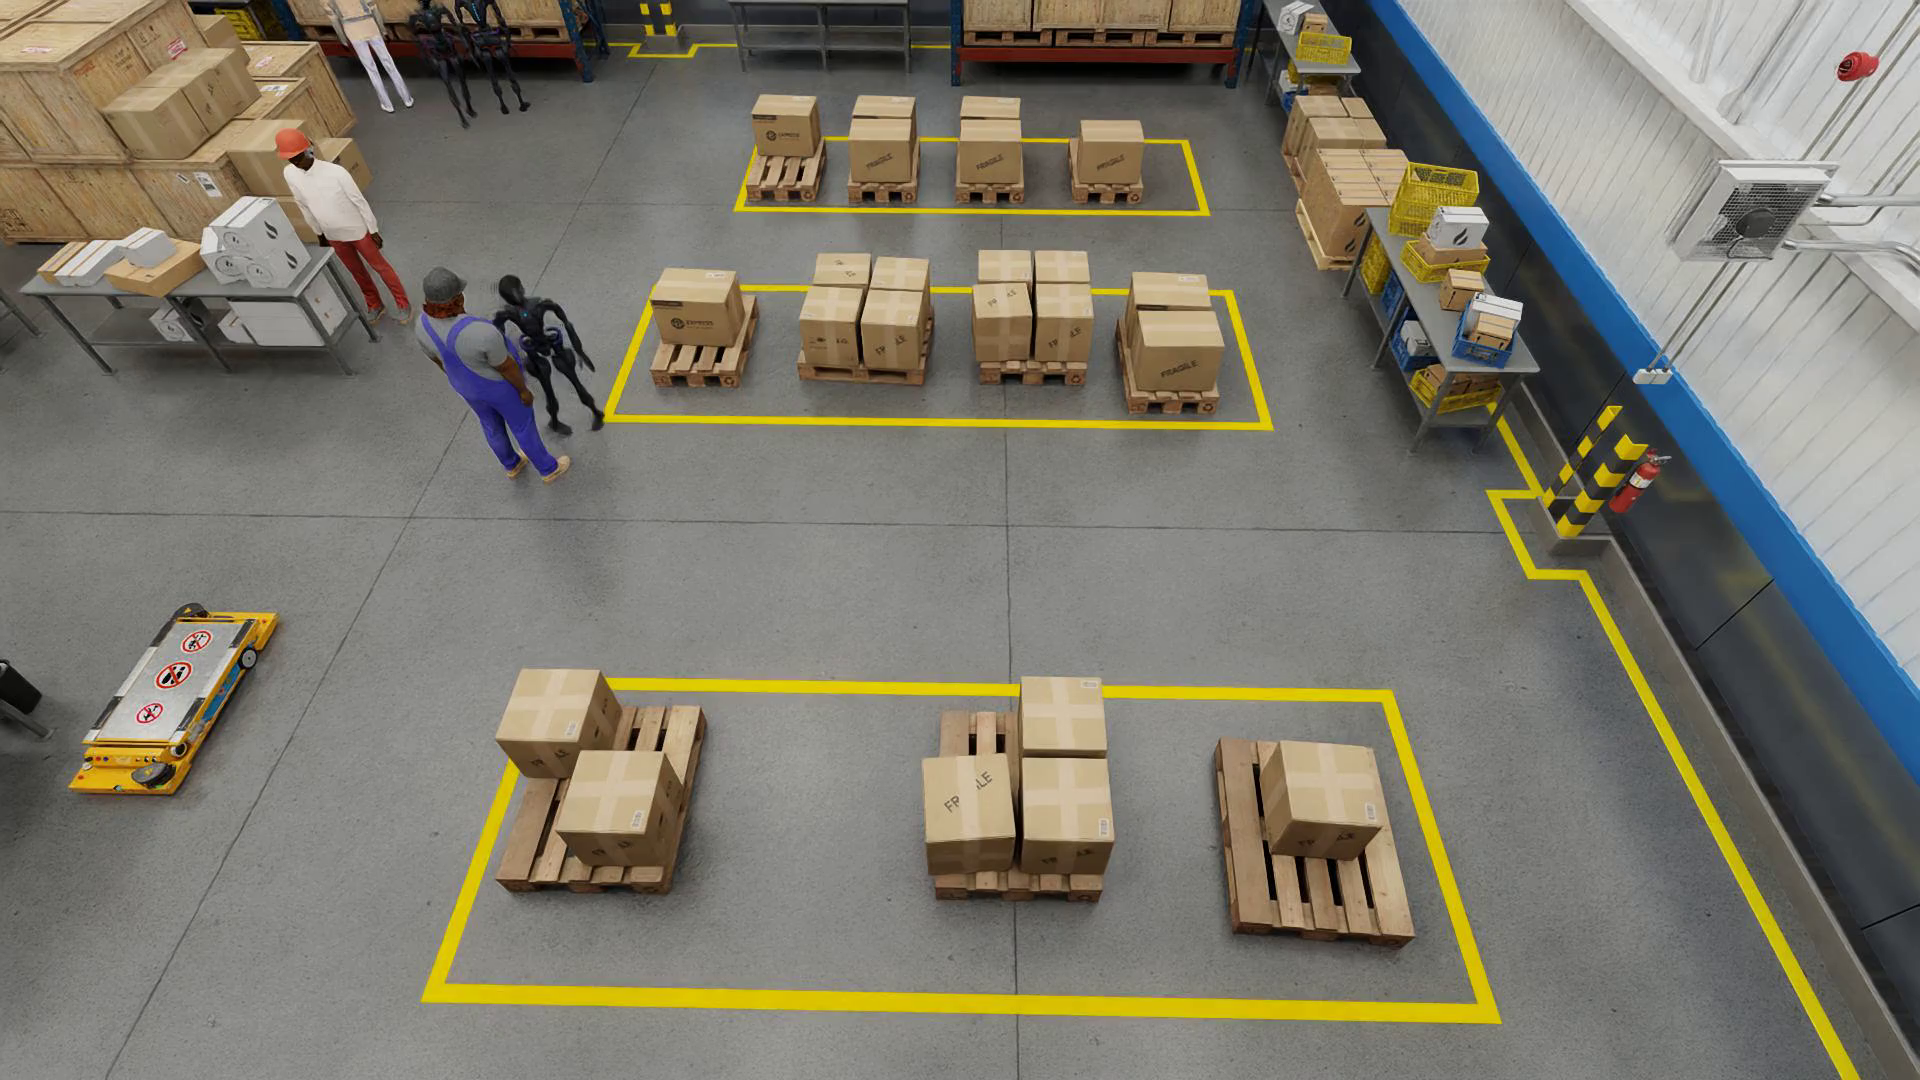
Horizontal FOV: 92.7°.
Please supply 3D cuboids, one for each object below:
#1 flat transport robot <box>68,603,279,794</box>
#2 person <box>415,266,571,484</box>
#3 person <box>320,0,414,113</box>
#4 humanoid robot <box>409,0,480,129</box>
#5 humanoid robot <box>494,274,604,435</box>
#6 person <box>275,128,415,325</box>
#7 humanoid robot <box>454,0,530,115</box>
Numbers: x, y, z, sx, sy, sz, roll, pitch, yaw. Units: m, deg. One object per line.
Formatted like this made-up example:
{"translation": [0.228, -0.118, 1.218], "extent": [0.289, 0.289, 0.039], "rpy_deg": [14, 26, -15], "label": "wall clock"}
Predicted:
{"translation": [-5.504, 1.072, 6.442], "extent": [0.652, 0.197, 1.431], "rpy_deg": [1, 50, 1], "label": "flat transport robot"}
{"translation": [-3.723, -1.285, 7.295], "extent": [0.683, 2.000, 0.539], "rpy_deg": [10, 51, 9], "label": "person"}
{"translation": [-7.697, -6.527, 11.803], "extent": [0.585, 1.928, 0.375], "rpy_deg": [-28, 55, -21], "label": "person"}
{"translation": [-6.516, -6.138, 11.658], "extent": [0.549, 1.626, 0.703], "rpy_deg": [-31, 56, -24], "label": "humanoid robot"}
{"translation": [-3.477, -1.536, 7.750], "extent": [0.649, 1.638, 0.383], "rpy_deg": [-17, 52, -14], "label": "humanoid robot"}
{"translation": [-5.855, -2.936, 8.722], "extent": [0.621, 1.991, 0.395], "rpy_deg": [0, 50, 0], "label": "person"}
{"translation": [-6.085, -6.419, 11.867], "extent": [0.589, 1.657, 0.327], "rpy_deg": [-13, 51, -11], "label": "humanoid robot"}
